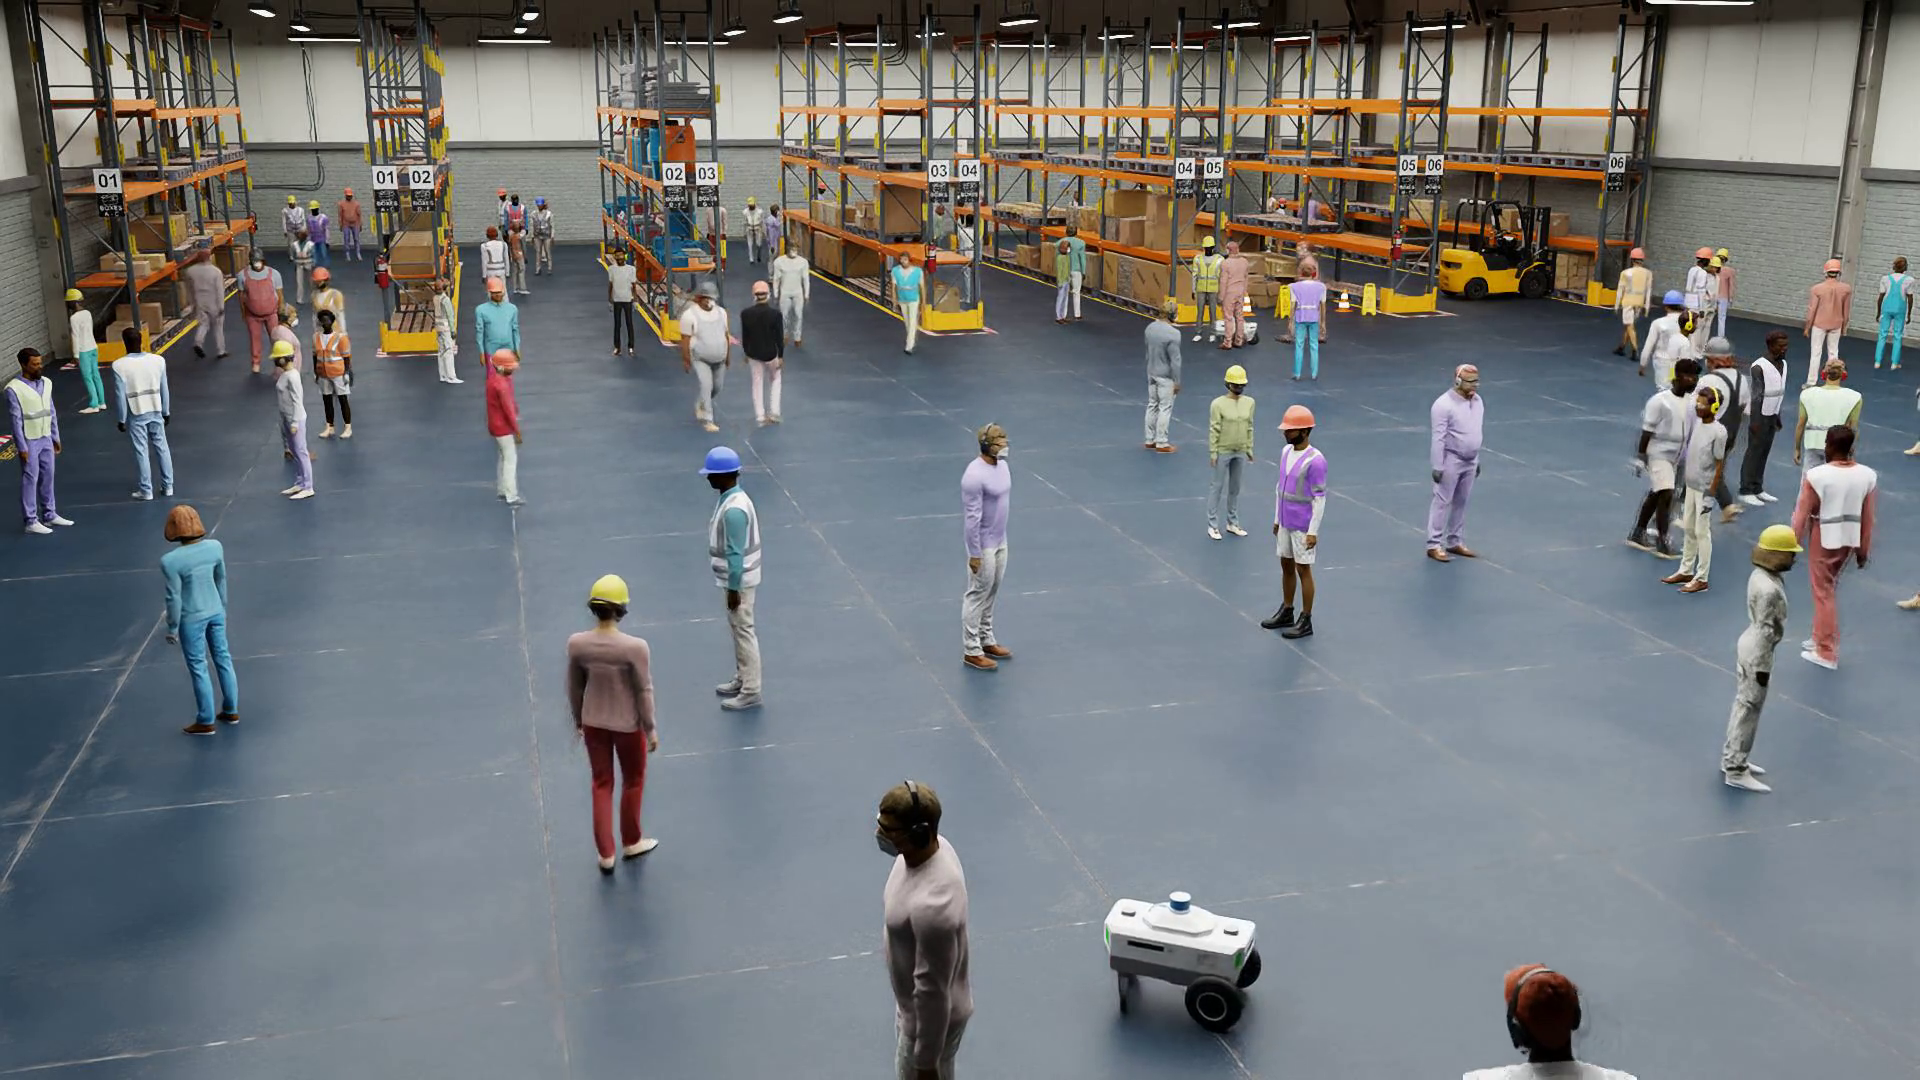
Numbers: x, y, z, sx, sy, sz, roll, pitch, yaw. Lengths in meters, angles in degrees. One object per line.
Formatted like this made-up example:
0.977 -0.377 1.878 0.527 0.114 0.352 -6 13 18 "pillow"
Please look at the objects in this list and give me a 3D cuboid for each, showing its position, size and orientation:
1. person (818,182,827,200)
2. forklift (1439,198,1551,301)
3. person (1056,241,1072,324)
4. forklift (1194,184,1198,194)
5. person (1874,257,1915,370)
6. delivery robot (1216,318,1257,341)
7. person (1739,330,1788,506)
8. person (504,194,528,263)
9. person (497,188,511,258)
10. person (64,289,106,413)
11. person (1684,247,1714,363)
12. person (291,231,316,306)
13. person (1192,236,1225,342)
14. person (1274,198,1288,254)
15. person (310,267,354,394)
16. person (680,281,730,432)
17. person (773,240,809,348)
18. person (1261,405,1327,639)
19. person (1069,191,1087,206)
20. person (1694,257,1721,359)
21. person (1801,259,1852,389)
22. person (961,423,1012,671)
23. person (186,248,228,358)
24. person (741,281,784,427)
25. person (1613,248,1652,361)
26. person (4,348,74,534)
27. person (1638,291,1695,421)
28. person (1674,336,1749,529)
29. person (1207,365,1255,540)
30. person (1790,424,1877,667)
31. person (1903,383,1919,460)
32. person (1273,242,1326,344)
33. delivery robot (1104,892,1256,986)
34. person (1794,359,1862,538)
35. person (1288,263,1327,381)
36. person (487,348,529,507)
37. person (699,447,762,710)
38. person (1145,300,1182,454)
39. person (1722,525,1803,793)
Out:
-4.130 -9.670 49.545 0.381 1.929 0.539 2 15 6 "person"
11.913 -6.508 37.130 2.313 2.155 1.214 -4 15 -15 "forklift"
2.059 -5.104 32.923 0.266 1.632 0.509 7 16 24 "person"
7.392 -11.333 53.972 1.873 2.768 1.129 -4 15 -15 "forklift"
15.346 -3.724 27.323 0.513 1.845 0.336 11 18 35 "person"
4.990 -3.837 30.042 0.707 0.478 0.477 13 20 41 "delivery robot"
8.832 -1.351 18.260 0.591 1.916 0.392 -12 19 -39 "person"
-11.993 -8.415 44.979 0.633 1.844 0.429 -3 15 -13 "person"
-12.687 -8.826 46.372 0.549 1.929 0.386 13 20 40 "person"
-12.418 -2.675 23.552 0.338 1.757 0.518 0 15 -1 "person"
12.446 -3.972 28.096 0.387 1.931 0.546 2 15 7 "person"
-14.126 -5.857 35.830 0.520 1.589 0.865 -1 15 -5 "person"
4.526 -4.582 30.395 0.595 1.925 0.371 4 15 15 "person"
8.672 -8.345 44.890 0.330 1.751 0.564 -2 15 -6 "person"
-9.449 -3.143 24.975 0.553 1.927 0.525 3 15 13 "person"
-3.444 -2.523 22.432 0.687 2.000 0.846 -11 19 -37 "person"
-3.011 -4.384 29.675 0.654 1.922 0.376 -4 15 -15 "person"
2.753 -0.152 13.705 0.361 1.935 0.553 -7 16 -23 "person"
3.308 -8.917 46.867 0.506 1.846 0.349 2 15 9 "person"
12.813 -3.977 28.478 0.488 1.741 0.316 -10 18 -32 "person"
13.173 -3.261 25.295 0.609 1.996 0.379 2 15 6 "person"
0.215 0.037 12.992 0.356 1.938 0.633 7 16 24 "person"
-12.862 -4.012 28.360 0.664 1.882 0.640 0 15 1 "person"
-2.663 -2.542 22.667 0.607 1.959 0.657 2 15 7 "person"
11.491 -4.029 28.391 0.554 1.898 0.965 -2 15 -8 "person"
-9.488 -1.025 17.058 0.396 1.910 0.587 2 15 9 "person"
9.304 -2.340 22.008 0.641 1.893 0.980 -3 15 -10 "person"
7.660 -1.092 17.045 0.684 2.000 0.550 -9 17 -31 "person"
2.750 -0.889 16.806 0.526 1.769 0.328 -7 16 -24 "person"
6.799 0.026 13.115 0.594 1.893 0.667 -4 15 -14 "person"
11.983 -1.829 20.479 0.315 1.696 0.540 -1 15 -5 "person"
6.201 -4.470 30.137 0.988 1.837 0.724 4 15 13 "person"
1.076 1.972 8.185 0.707 0.478 0.477 6 16 21 "delivery robot"
8.682 -0.897 16.712 0.560 1.836 0.394 10 18 33 "person"
5.466 -3.424 26.202 0.567 1.839 0.377 1 15 3 "person"
-4.961 -1.236 18.162 0.365 1.745 0.565 -6 16 -21 "person"
-1.660 0.268 12.134 0.420 1.937 0.608 -4 15 -13 "person"
2.543 -2.033 20.810 0.381 1.927 0.640 -9 17 -30 "person"
5.165 0.746 10.702 0.301 1.743 0.486 6 16 22 "person"
